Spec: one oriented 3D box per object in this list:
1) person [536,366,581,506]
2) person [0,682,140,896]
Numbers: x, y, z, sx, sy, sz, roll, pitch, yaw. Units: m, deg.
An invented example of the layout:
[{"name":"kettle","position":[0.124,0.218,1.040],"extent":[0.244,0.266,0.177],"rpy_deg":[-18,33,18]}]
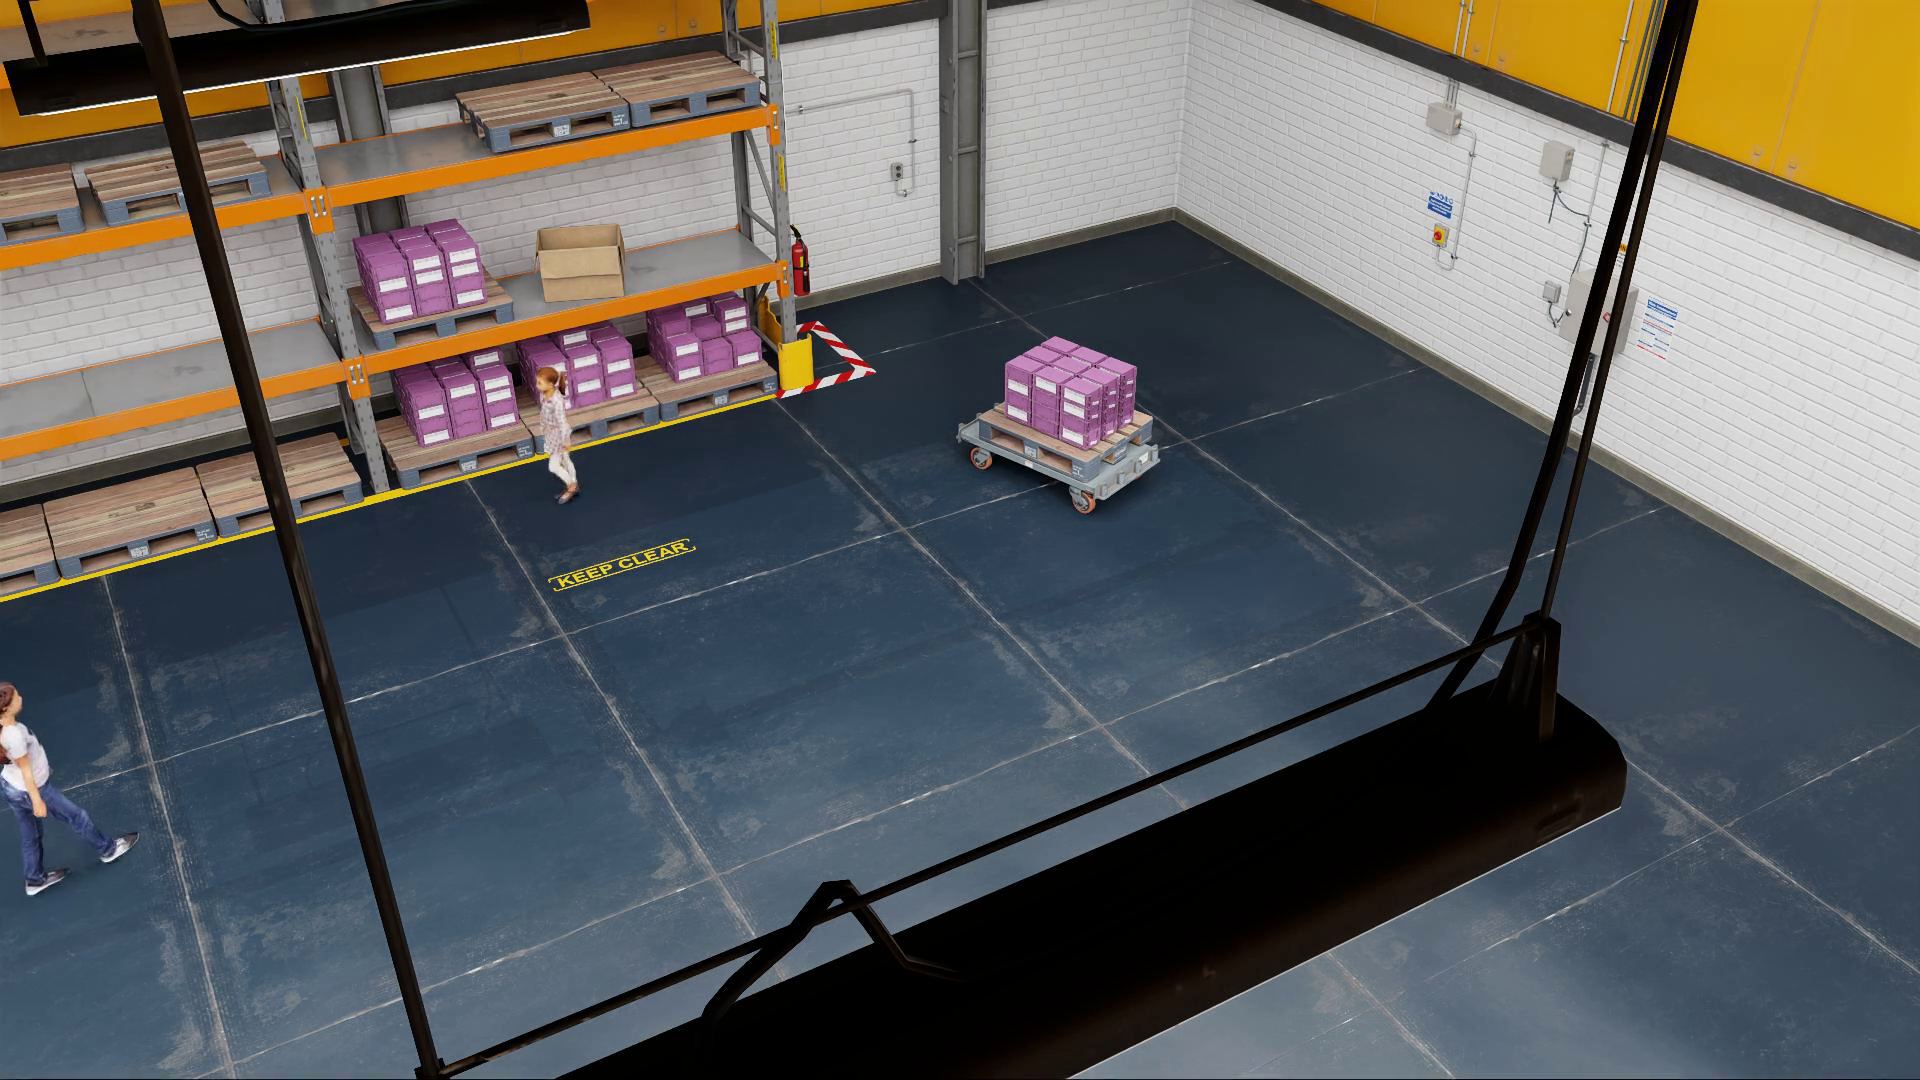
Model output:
[{"name":"person","position":[-3.378,-0.923,14.251],"extent":[0.495,1.299,0.525],"rpy_deg":[-18,38,-25]},{"name":"person","position":[-5.824,1.568,10.289],"extent":[0.744,1.536,0.998],"rpy_deg":[27,42,35]}]
